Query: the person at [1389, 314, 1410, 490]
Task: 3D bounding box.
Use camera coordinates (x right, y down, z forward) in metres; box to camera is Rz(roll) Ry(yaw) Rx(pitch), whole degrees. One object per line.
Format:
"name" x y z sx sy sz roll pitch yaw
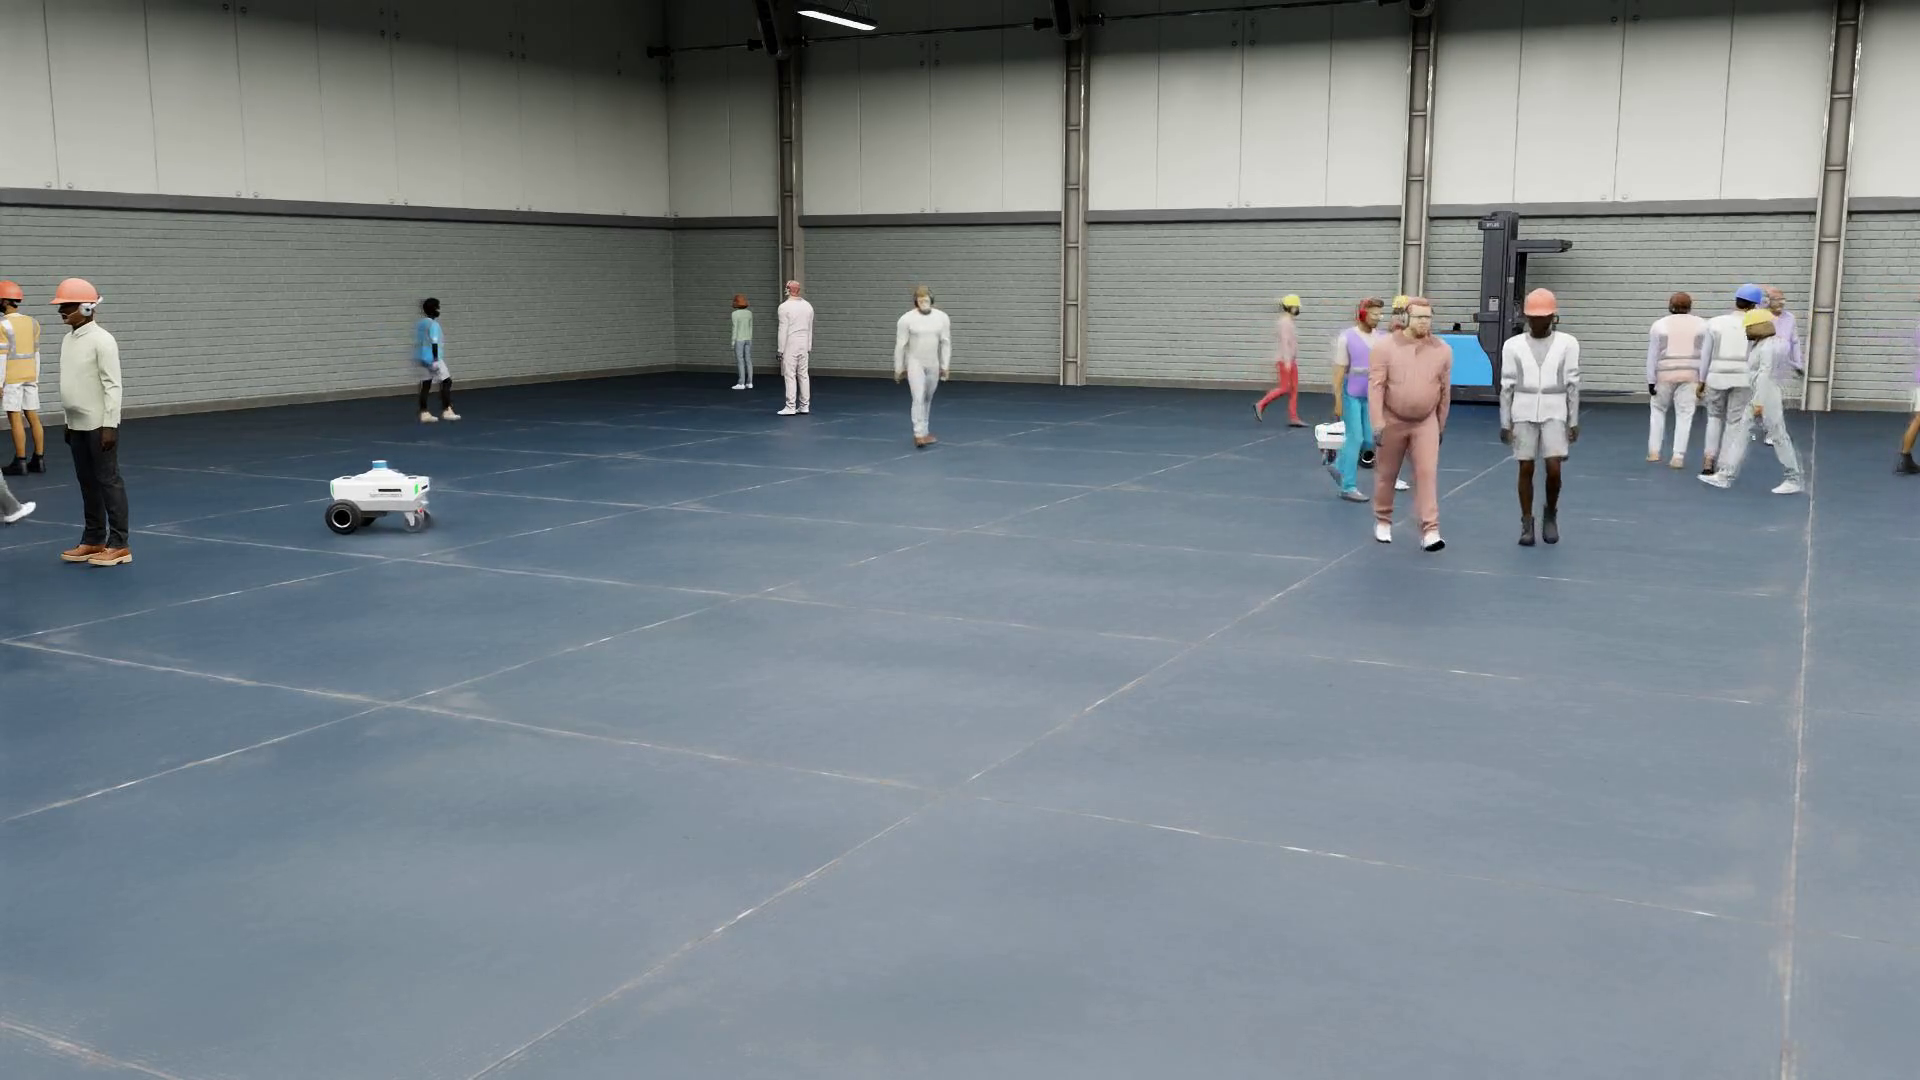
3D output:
"person" 4.119 -1.304 15.686 0.310 1.642 0.514 2 9 12

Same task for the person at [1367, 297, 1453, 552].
"person" 3.316 -0.857 12.305 0.659 1.851 1.033 0 9 1

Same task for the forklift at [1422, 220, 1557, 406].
"forklift" 8.245 -3.527 25.720 1.873 2.768 1.129 5 10 27

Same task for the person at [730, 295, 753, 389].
"person" -3.792 -3.436 28.858 0.264 1.632 0.508 6 11 33

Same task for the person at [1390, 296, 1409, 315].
"person" 5.901 -2.393 22.183 0.922 1.721 0.527 4 10 22

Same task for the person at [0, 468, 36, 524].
"person" -7.823 -0.996 13.076 0.596 1.871 0.984 2 9 11

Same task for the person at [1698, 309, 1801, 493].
"person" 7.397 -1.286 15.438 0.903 1.680 0.563 2 10 15

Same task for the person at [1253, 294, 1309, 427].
"person" 4.268 -2.370 21.913 0.646 1.749 0.535 4 10 23

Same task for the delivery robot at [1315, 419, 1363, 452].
"delivery robot" 4.145 -1.109 17.668 0.707 0.478 0.477 4 10 23

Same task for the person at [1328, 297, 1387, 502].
"person" 3.556 -1.265 14.906 0.622 1.819 0.517 -7 11 -36

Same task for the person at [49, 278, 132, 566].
"person" -6.098 -0.826 11.652 0.614 1.994 0.381 6 11 33

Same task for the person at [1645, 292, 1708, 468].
"person" 7.541 -1.694 17.526 0.621 1.820 0.761 3 10 15

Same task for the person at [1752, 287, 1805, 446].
"person" 9.628 -2.085 19.852 0.642 1.864 0.967 -3 10 -16

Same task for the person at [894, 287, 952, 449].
"person" -0.445 -2.023 19.511 0.652 1.867 0.925 -4 10 -23

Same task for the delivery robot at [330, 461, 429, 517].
"delivery robot" -4.606 -0.388 13.222 0.707 0.478 0.477 0 9 -2

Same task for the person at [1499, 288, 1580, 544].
"person" 4.305 -0.909 12.387 0.562 1.915 0.474 4 10 21

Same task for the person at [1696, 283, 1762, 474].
"person" 7.600 -1.548 16.332 0.638 1.918 0.575 6 11 32

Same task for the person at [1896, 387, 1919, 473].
"person" 9.960 -1.608 16.821 0.980 1.884 0.564 -2 9 -11

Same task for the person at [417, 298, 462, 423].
"person" -7.084 -2.438 22.586 0.630 1.677 0.538 -8 12 -41

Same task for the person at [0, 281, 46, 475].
"person" -9.551 -1.639 16.827 0.344 1.942 0.549 2 9 14

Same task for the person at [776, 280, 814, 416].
"person" -2.379 -2.730 23.666 0.409 1.906 0.652 7 12 38
